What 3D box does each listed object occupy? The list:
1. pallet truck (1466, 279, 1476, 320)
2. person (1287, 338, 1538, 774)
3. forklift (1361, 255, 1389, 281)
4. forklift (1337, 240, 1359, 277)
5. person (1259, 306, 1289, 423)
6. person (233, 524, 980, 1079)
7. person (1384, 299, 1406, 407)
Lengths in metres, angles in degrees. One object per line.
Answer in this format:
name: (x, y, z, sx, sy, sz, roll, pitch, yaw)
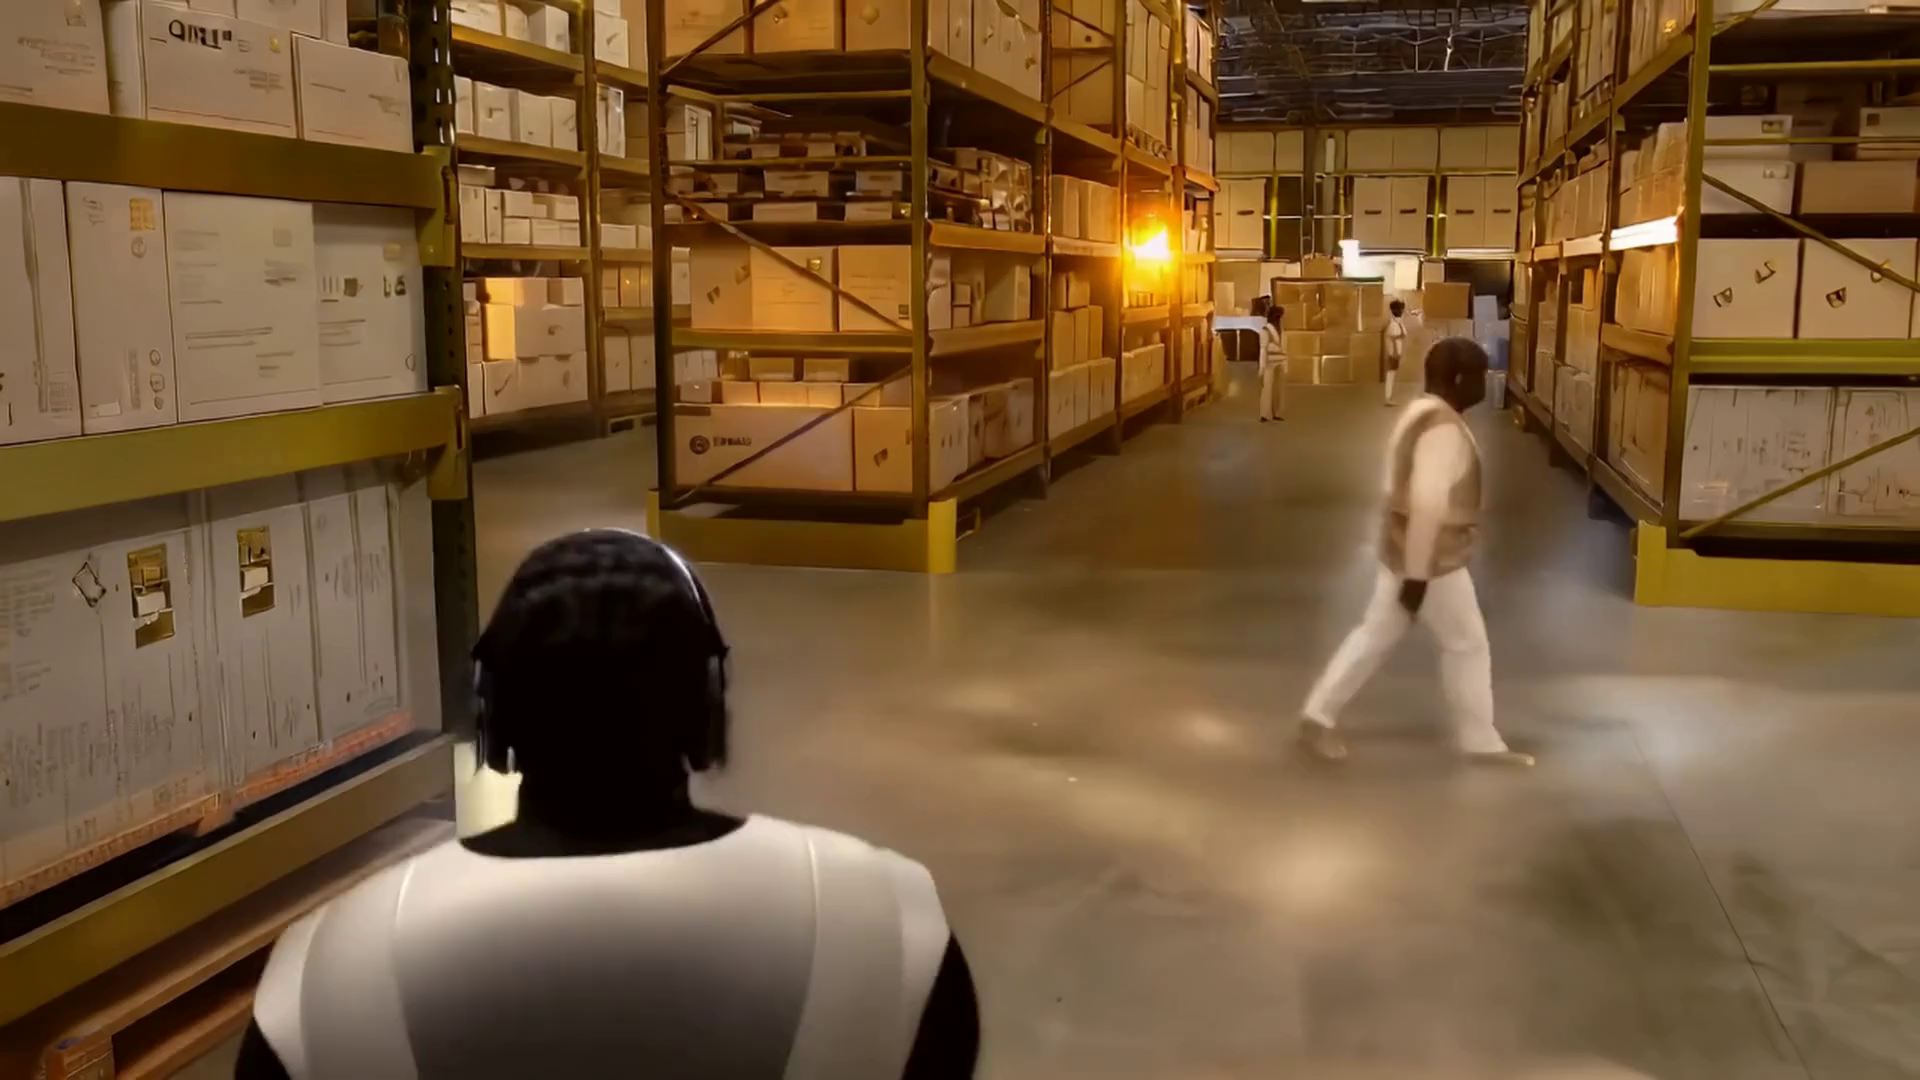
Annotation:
pallet truck: (18.896, -8.459, 60.307, 1.885, 1.965, 0.823, 5, 10, 31)
person: (1.848, 0.067, 6.826, 0.987, 1.795, 0.634, 1, 9, 5)
forklift: (14.233, -8.404, 57.165, 1.129, 2.768, 1.873, -2, 9, -13)
forklift: (8.255, -4.985, 35.441, 1.873, 2.768, 1.129, 2, 9, 15)
person: (4.416, -2.474, 23.420, 0.511, 1.640, 0.308, -6, 11, -34)
person: (-0.299, 0.874, 1.630, 0.622, 1.797, 0.941, -1, 9, -6)
person: (6.857, -2.945, 26.226, 0.322, 1.697, 0.534, 3, 9, 17)
